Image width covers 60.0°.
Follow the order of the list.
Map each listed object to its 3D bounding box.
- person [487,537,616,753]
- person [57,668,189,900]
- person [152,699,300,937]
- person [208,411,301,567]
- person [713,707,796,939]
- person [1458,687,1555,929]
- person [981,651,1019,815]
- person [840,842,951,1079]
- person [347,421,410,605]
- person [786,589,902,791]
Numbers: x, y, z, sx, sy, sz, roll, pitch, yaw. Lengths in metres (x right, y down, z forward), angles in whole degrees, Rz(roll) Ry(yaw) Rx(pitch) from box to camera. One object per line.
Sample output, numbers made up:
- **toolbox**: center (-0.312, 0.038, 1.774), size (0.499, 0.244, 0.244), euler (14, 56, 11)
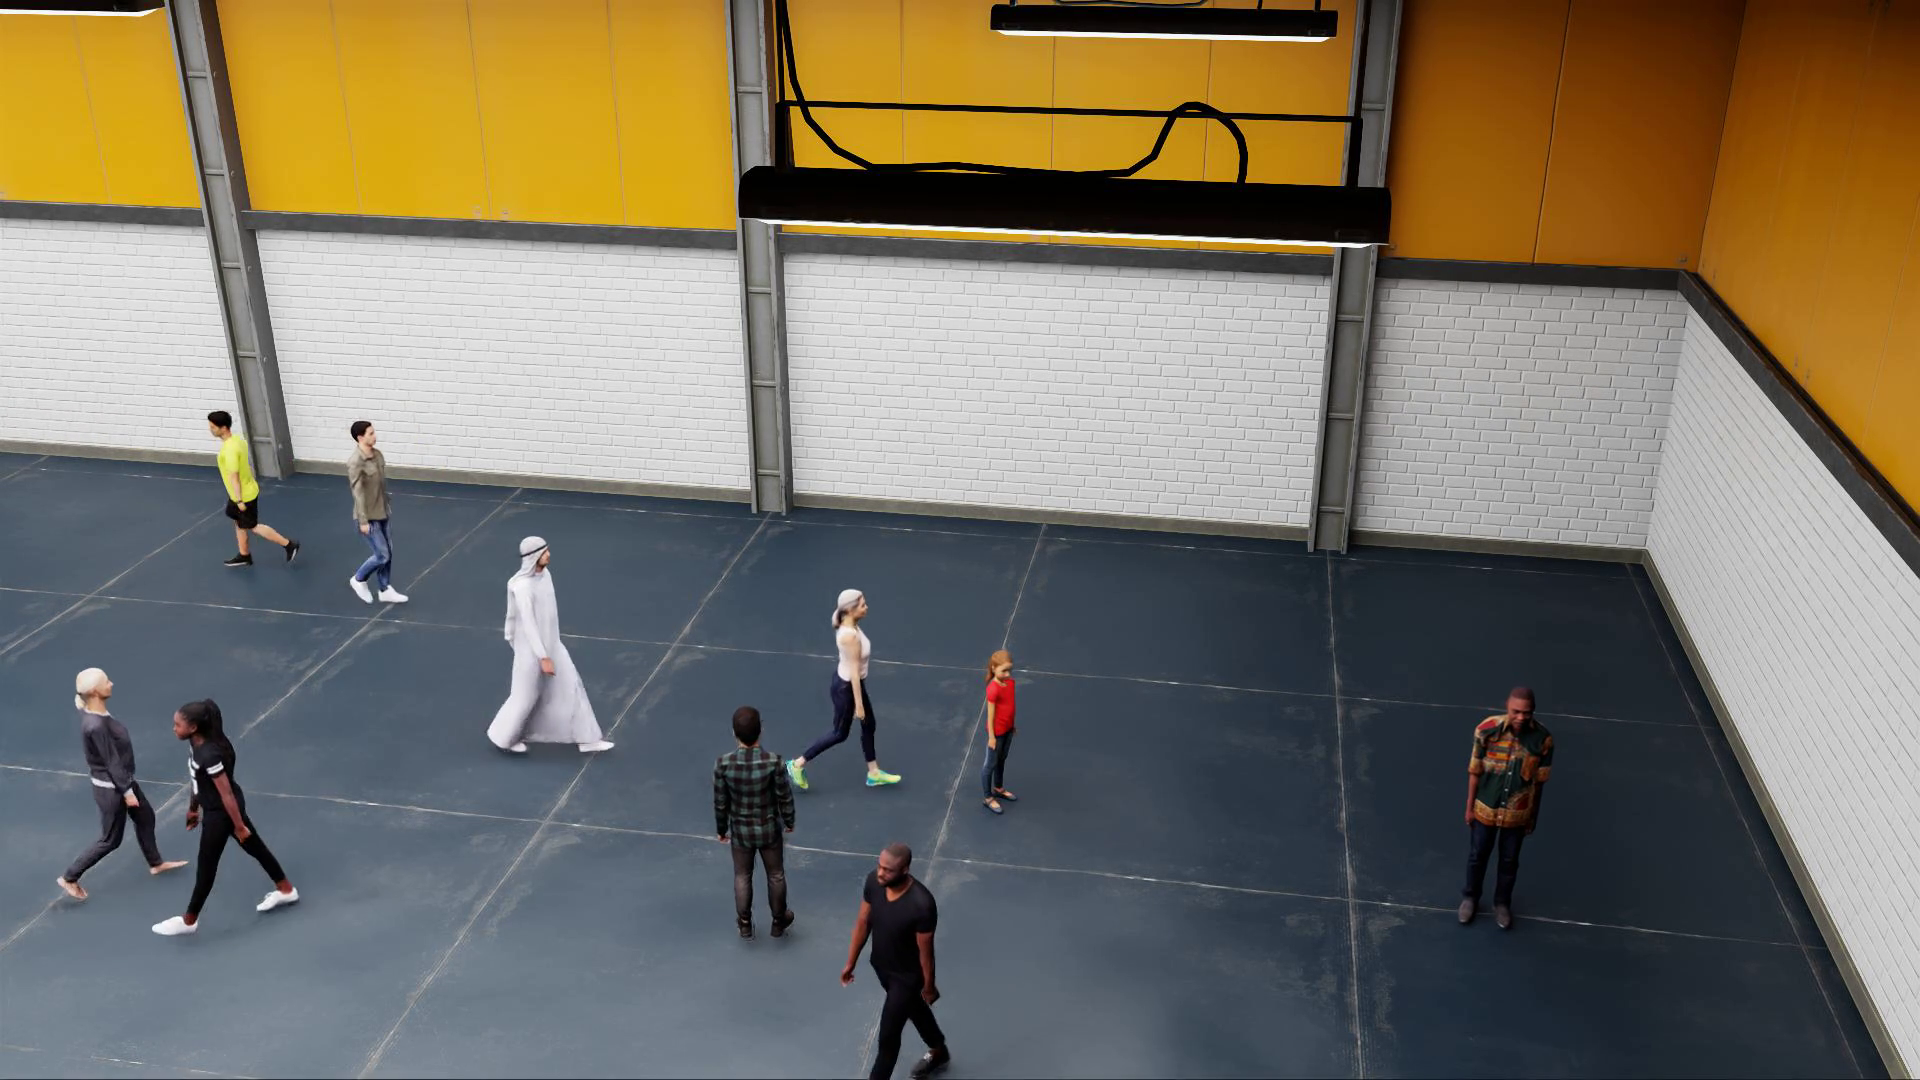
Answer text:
- **person**: center (-3.440, 0.877, 13.211), size (1.268, 1.881, 0.745), euler (6, 24, 14)
- **person**: center (-5.971, 1.708, 11.537), size (1.126, 1.699, 1.011), euler (-12, 26, -25)
- **person**: center (-4.886, 1.848, 11.240), size (1.203, 1.682, 1.102), euler (-15, 27, -30)
- **person**: center (-7.069, -0.493, 16.604), size (1.106, 1.674, 0.883), euler (-5, 24, -11)
- **person**: center (-1.330, 1.860, 10.940), size (0.591, 1.713, 0.779), euler (0, 24, 1)
- **person**: center (3.668, 1.780, 11.240), size (0.611, 1.805, 0.757), euler (6, 24, 14)
- **person**: center (0.297, 1.429, 12.662), size (0.577, 1.310, 0.548), euler (16, 28, 33)
- **person**: center (-0.278, 2.483, 9.678), size (1.221, 1.769, 1.219), euler (-19, 30, -36)
- **person**: center (-5.665, -0.247, 15.813), size (0.739, 1.856, 0.696), euler (4, 24, 10)
- **person**: center (-0.949, 1.185, 12.767), size (1.205, 1.673, 0.834), euler (-1, 24, -2)
